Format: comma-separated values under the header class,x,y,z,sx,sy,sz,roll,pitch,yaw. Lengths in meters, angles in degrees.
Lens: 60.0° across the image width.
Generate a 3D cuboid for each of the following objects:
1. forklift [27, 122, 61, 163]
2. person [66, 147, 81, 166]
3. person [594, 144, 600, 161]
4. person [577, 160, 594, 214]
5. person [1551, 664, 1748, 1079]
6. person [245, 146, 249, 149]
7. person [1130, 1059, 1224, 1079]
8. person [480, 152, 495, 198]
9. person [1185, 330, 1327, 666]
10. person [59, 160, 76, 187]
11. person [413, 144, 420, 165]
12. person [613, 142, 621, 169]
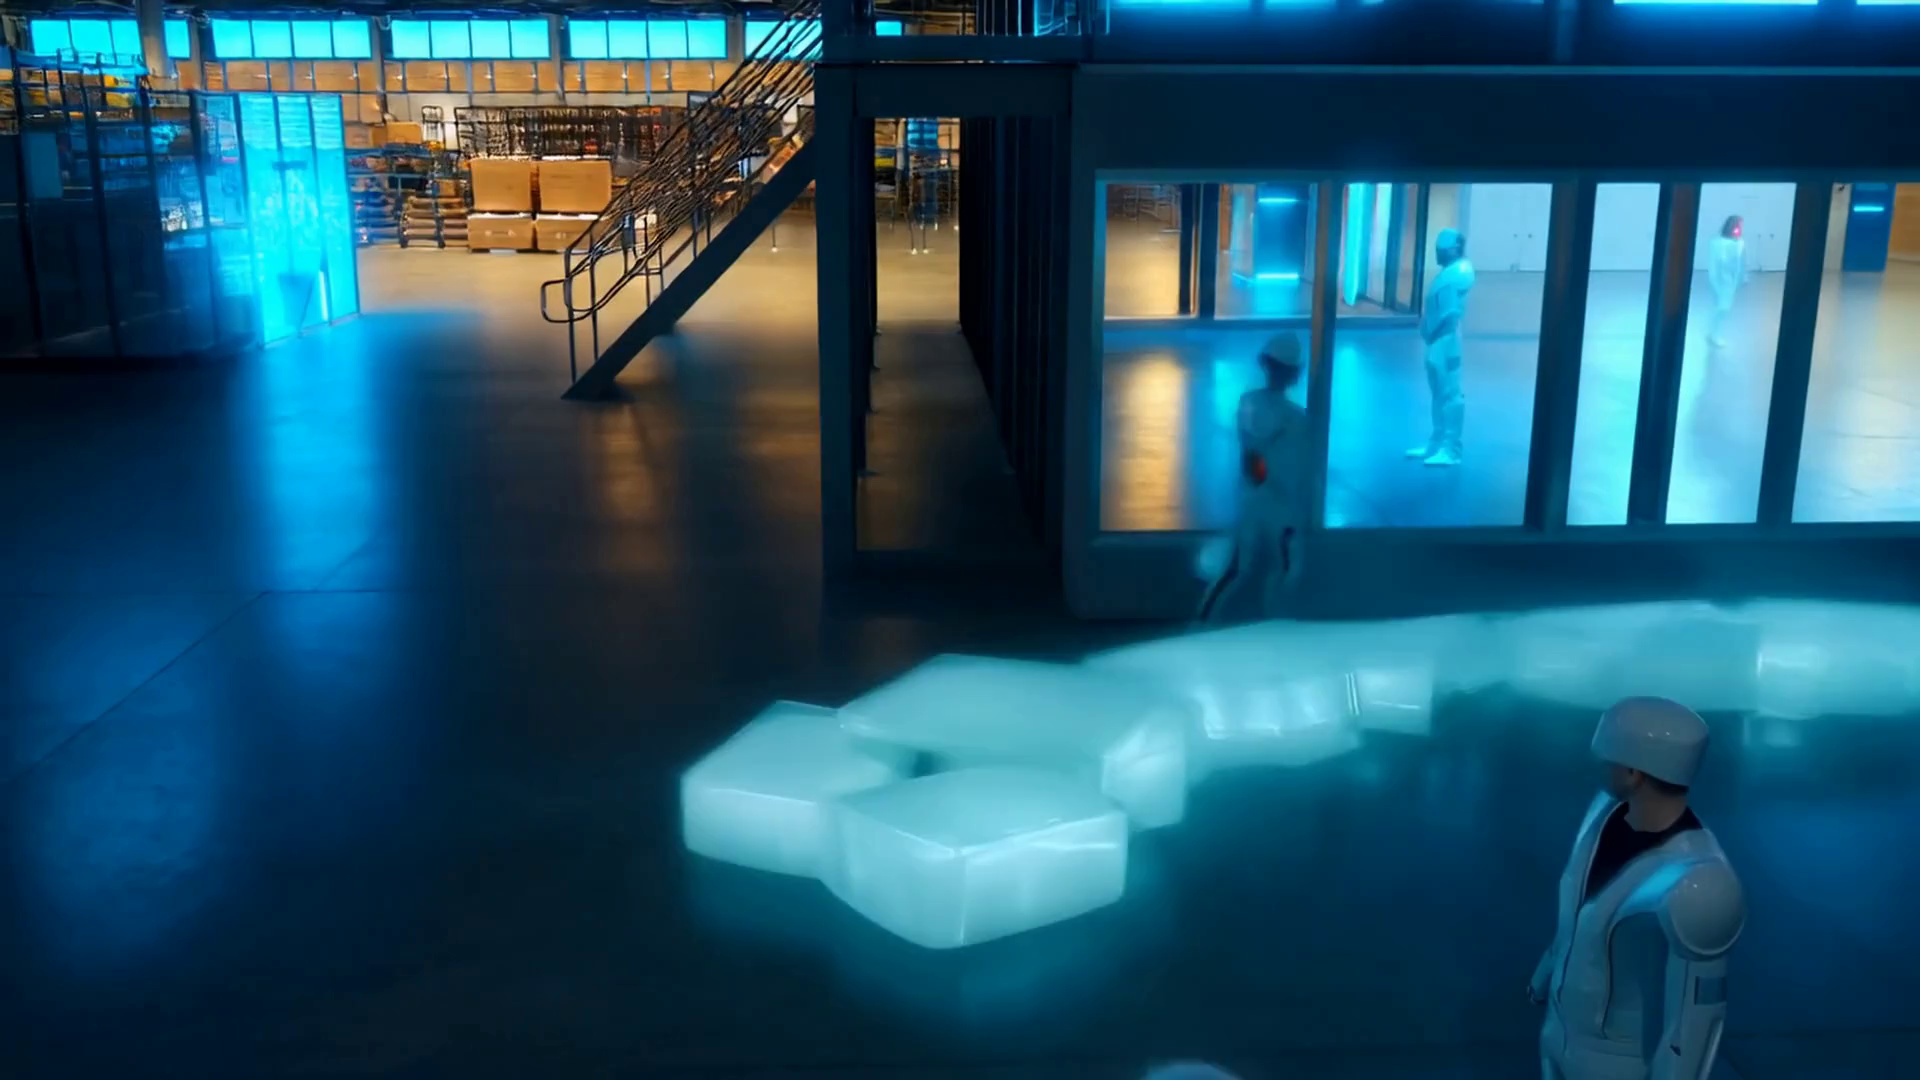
class,x,y,z,sx,sy,sz,roll,pitch,yaw
forklift,-35.376,-14.773,64.377,1.129,2.768,1.873,-1,14,-2
person,-40.019,-16.873,75.004,0.716,1.782,0.450,-5,15,-20
person,-18.157,-19.209,84.326,0.776,1.802,0.587,-5,15,-19
person,-10.652,-9.929,47.312,0.535,1.740,0.484,12,18,39
person,1.374,1.075,3.433,0.316,1.696,0.541,-1,14,-2
person,-37.060,-19.710,86.144,0.435,1.878,0.667,9,17,33
person,0.322,1.453,1.522,0.561,1.902,0.814,-8,16,-28
person,-15.160,-11.519,53.459,0.402,1.858,0.517,4,14,14
person,1.537,-0.202,8.466,0.800,1.735,0.521,-10,17,-35
person,-18.567,-6.852,34.420,0.876,2.000,0.676,3,14,10
person,-27.694,-19.313,84.847,0.741,1.730,0.565,-10,17,-36
person,-15.801,-17.334,76.590,0.406,1.906,0.654,-1,14,-2
